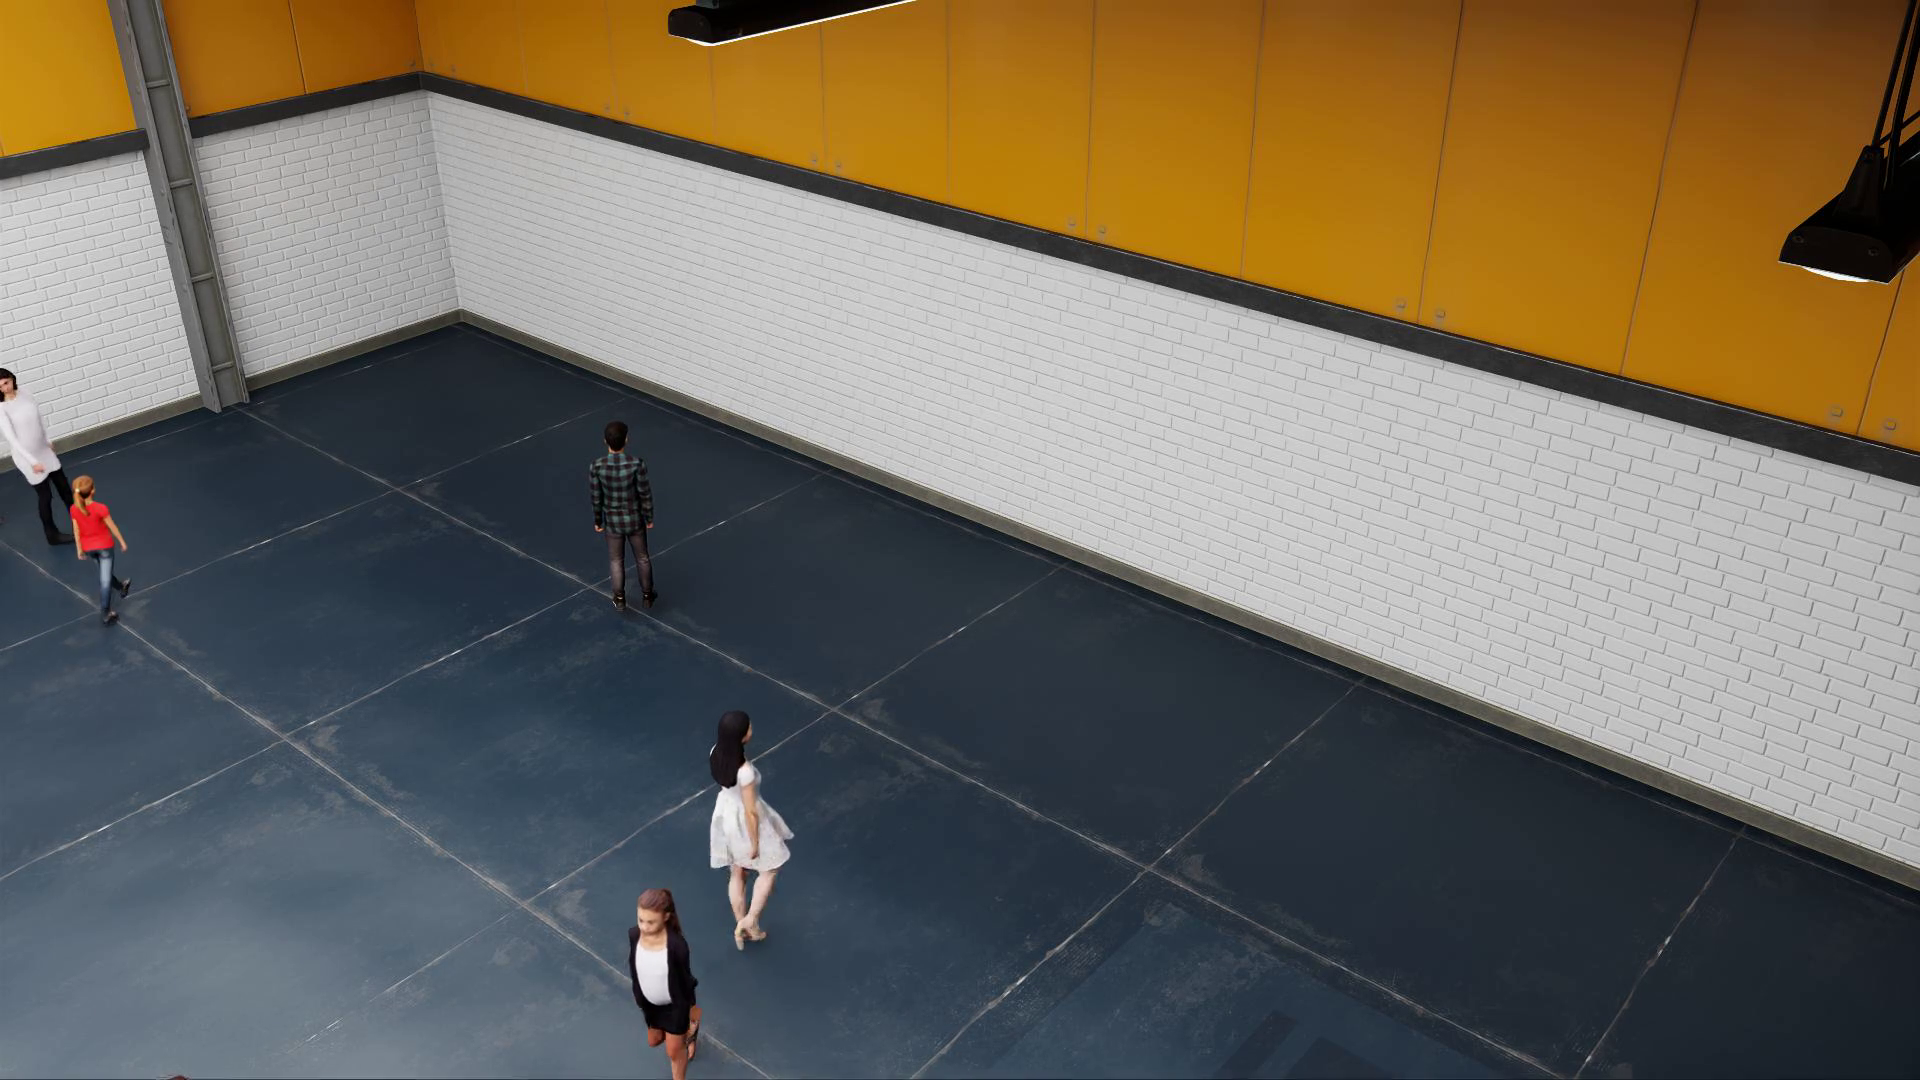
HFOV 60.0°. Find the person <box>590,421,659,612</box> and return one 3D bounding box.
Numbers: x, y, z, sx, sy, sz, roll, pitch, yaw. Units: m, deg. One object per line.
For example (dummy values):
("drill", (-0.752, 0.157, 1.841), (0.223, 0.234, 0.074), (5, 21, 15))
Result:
("person", (-2.837, -0.208, 13.984), (0.724, 1.715, 0.774), (-4, 29, -8))

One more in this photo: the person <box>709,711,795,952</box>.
("person", (-1.426, 1.852, 10.367), (0.745, 1.763, 0.669), (-25, 37, -37))

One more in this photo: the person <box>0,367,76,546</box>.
("person", (-8.489, -0.751, 15.118), (0.872, 1.783, 0.763), (-1, 29, -1))

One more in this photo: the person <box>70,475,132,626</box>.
("person", (-7.318, 0.106, 14.073), (0.826, 1.279, 0.937), (1, 29, 1))

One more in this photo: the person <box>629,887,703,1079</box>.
("person", (-1.622, 2.522, 9.368), (0.731, 1.544, 0.903), (8, 30, 14))
